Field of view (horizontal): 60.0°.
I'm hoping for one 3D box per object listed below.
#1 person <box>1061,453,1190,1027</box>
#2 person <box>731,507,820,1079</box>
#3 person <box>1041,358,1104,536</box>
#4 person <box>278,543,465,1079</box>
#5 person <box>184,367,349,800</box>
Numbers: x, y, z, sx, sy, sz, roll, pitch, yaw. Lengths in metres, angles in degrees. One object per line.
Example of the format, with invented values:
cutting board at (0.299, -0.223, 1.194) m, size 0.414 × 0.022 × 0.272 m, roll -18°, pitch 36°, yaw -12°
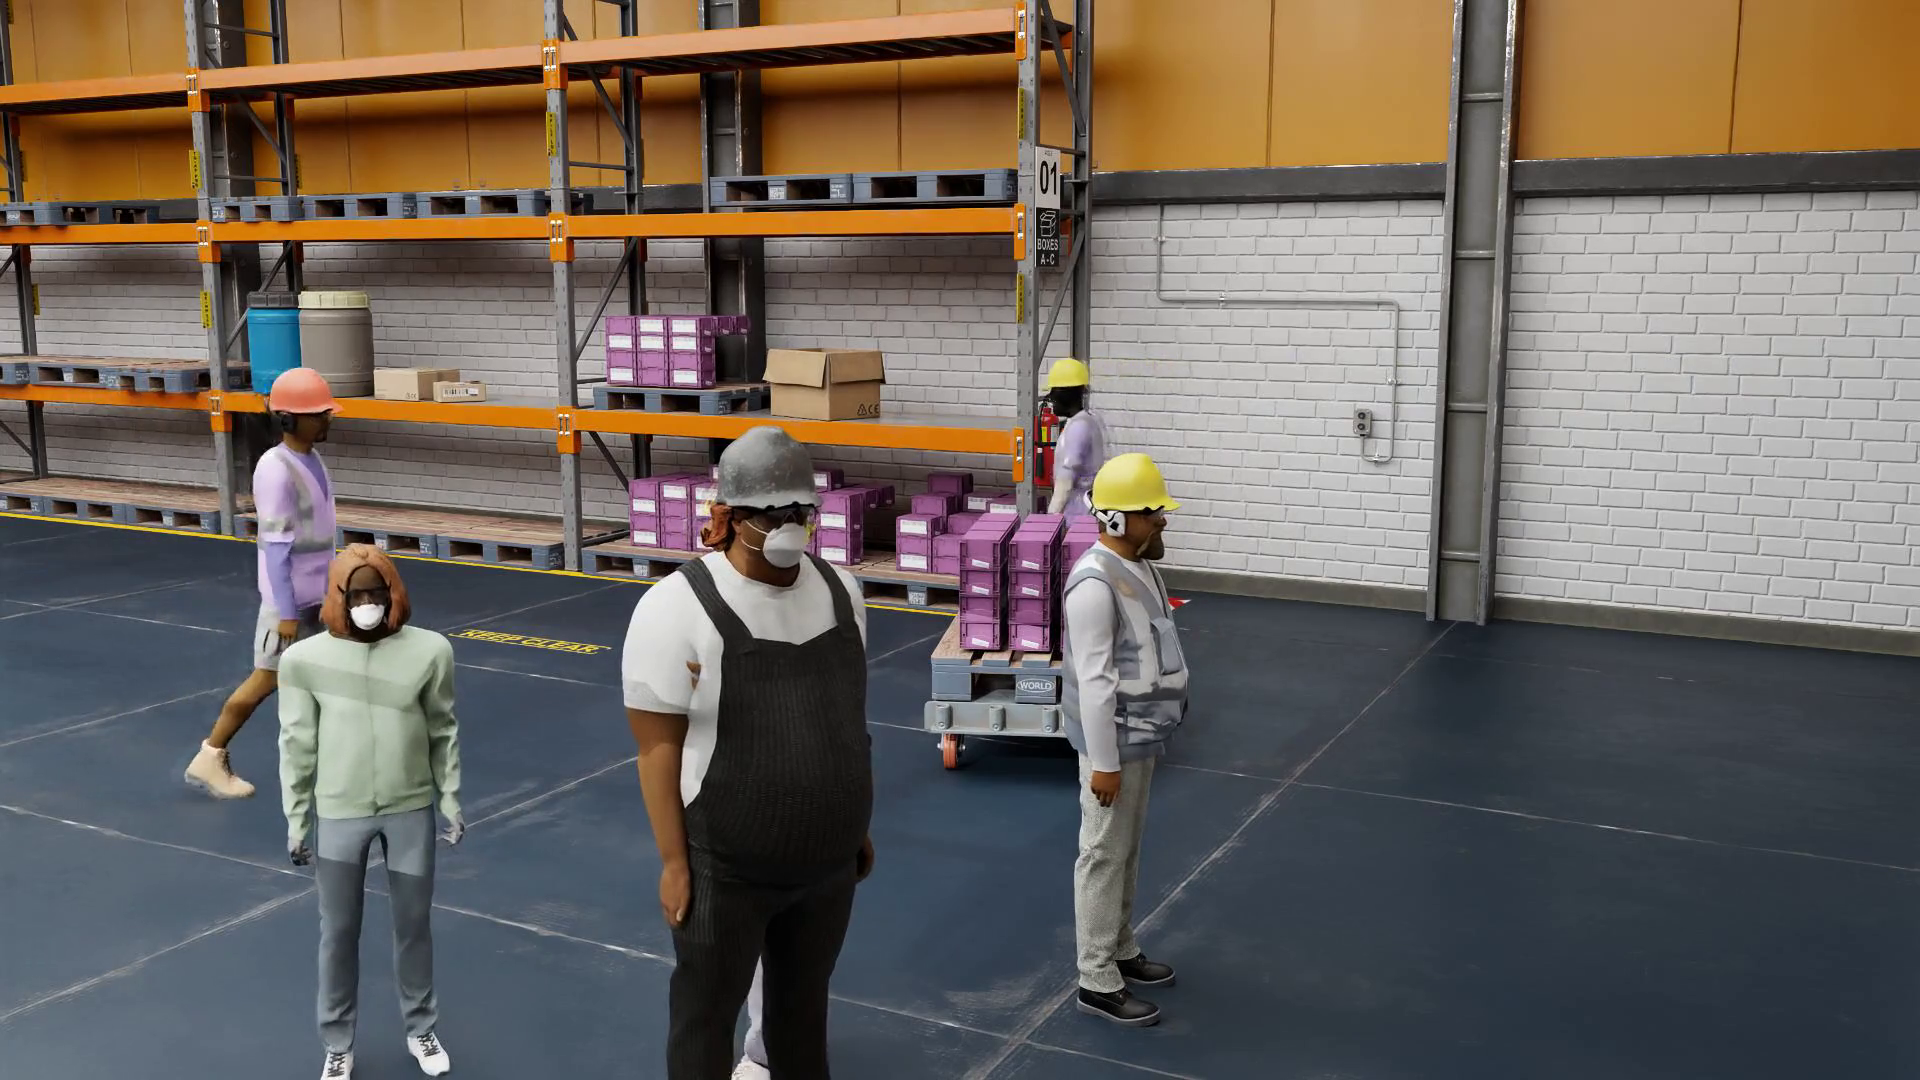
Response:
person at (0.538, 0.629, 5.408) m, size 0.403 × 1.833 × 0.590 m, roll 3°, pitch 10°, yaw 18°
person at (-0.603, 0.715, 4.906) m, size 0.361 × 1.833 × 0.698 m, roll 6°, pitch 11°, yaw 34°
person at (0.612, -0.154, 10.102) m, size 0.971 × 1.880 × 0.592 m, roll 0°, pitch 9°, yaw 1°
person at (-1.722, 0.811, 4.900) m, size 0.507 × 1.630 × 0.268 m, roll -5°, pitch 10°, yaw -27°
person at (-3.046, 0.212, 7.526) m, size 1.061 × 1.996 × 0.607 m, roll 0°, pitch 9°, yaw -1°
